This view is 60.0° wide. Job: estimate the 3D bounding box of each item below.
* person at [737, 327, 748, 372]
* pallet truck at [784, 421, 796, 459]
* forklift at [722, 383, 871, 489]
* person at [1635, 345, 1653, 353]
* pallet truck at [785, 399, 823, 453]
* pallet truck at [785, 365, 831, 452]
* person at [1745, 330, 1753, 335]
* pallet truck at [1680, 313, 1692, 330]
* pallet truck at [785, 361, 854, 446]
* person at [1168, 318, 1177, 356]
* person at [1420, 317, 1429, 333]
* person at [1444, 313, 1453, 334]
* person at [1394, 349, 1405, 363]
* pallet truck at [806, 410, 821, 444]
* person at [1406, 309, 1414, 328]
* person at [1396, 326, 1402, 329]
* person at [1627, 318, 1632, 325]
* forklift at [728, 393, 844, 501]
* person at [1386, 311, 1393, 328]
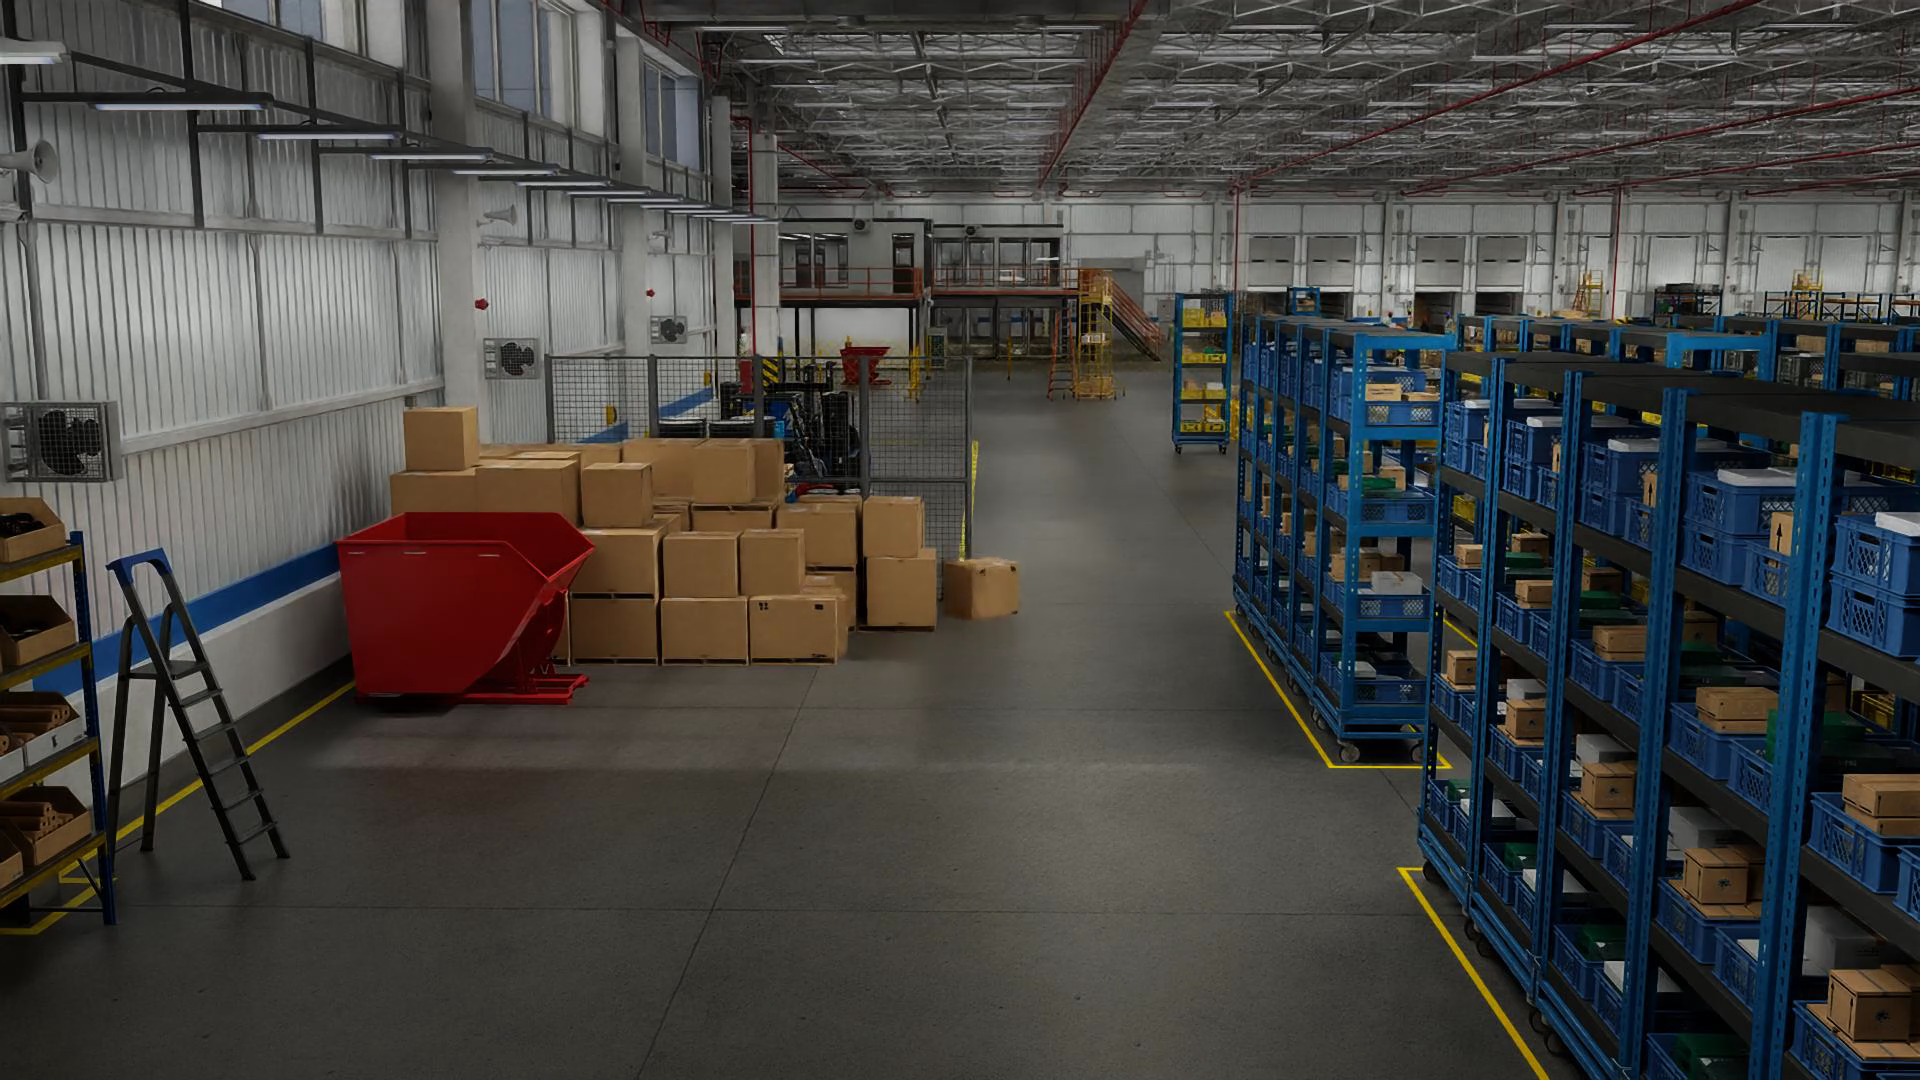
[{"bbox_3d":[-8.832,-7.666,67.005,0.855,1.849,0.574,0,9,1],"label":"person"},{"bbox_3d":[-4.013,-1.793,32.705,1.601,1.201,0.680,0,9,1],"label":"pallet truck"},{"bbox_3d":[-2.893,-1.687,28.729,2.680,1.987,1.157,0,9,-1],"label":"forklift"},{"bbox_3d":[24.419,-6.526,59.406,0.680,2.000,0.536,0,9,1],"label":"person"},{"bbox_3d":[-3.814,-2.432,36.419,1.630,1.274,0.653,0,9,1],"label":"pallet truck"},{"bbox_3d":[-3.774,-2.976,37.635,1.885,1.965,0.823,1,9,5],"label":"pallet truck"},{"bbox_3d":[38.916,-10.052,82.251,0.540,1.682,0.447,3,10,17],"label":"person"},{"bbox_3d":[36.315,-10.531,84.244,0.823,1.965,1.885,-6,11,-33],"label":"pallet truck"},{"bbox_3d":[-3.410,-3.193,38.978,1.885,1.965,0.823,0,9,-1],"label":"pallet truck"},{"bbox_3d":[10.304,-9.776,80.100,0.638,1.833,0.524,-2,10,-15],"label":"person"},{"bbox_3d":[21.339,-9.293,76.631,0.393,1.993,0.618,-4,10,-21],"label":"person"},{"bbox_3d":[25.213,-10.776,85.955,0.418,1.940,0.600,-4,10,-24],"label":"person"},{"bbox_3d":[13.585,-5.079,51.331,0.325,1.765,0.533,-3,10,-15],"label":"person"},{"bbox_3d":[-3.559,-2.018,33.905,1.522,1.261,0.704,0,9,-1],"label":"pallet truck"},{"bbox_3d":[25.633,-12.204,94.810,0.393,1.921,0.586,8,12,42],"label":"person"},{"bbox_3d":[16.343,-6.945,61.981,0.397,2.044,0.609,1,9,6],"label":"person"},{"bbox_3d":[31.412,-9.488,78.082,0.398,1.910,0.610,-5,11,-29],"label":"person"},{"bbox_3d":[-2.979,-1.316,26.476,2.680,1.987,1.157,0,9,1],"label":"forklift"},{"bbox_3d":[23.418,-11.538,90.707,0.496,1.913,0.562,5,11,31],"label":"person"}]
